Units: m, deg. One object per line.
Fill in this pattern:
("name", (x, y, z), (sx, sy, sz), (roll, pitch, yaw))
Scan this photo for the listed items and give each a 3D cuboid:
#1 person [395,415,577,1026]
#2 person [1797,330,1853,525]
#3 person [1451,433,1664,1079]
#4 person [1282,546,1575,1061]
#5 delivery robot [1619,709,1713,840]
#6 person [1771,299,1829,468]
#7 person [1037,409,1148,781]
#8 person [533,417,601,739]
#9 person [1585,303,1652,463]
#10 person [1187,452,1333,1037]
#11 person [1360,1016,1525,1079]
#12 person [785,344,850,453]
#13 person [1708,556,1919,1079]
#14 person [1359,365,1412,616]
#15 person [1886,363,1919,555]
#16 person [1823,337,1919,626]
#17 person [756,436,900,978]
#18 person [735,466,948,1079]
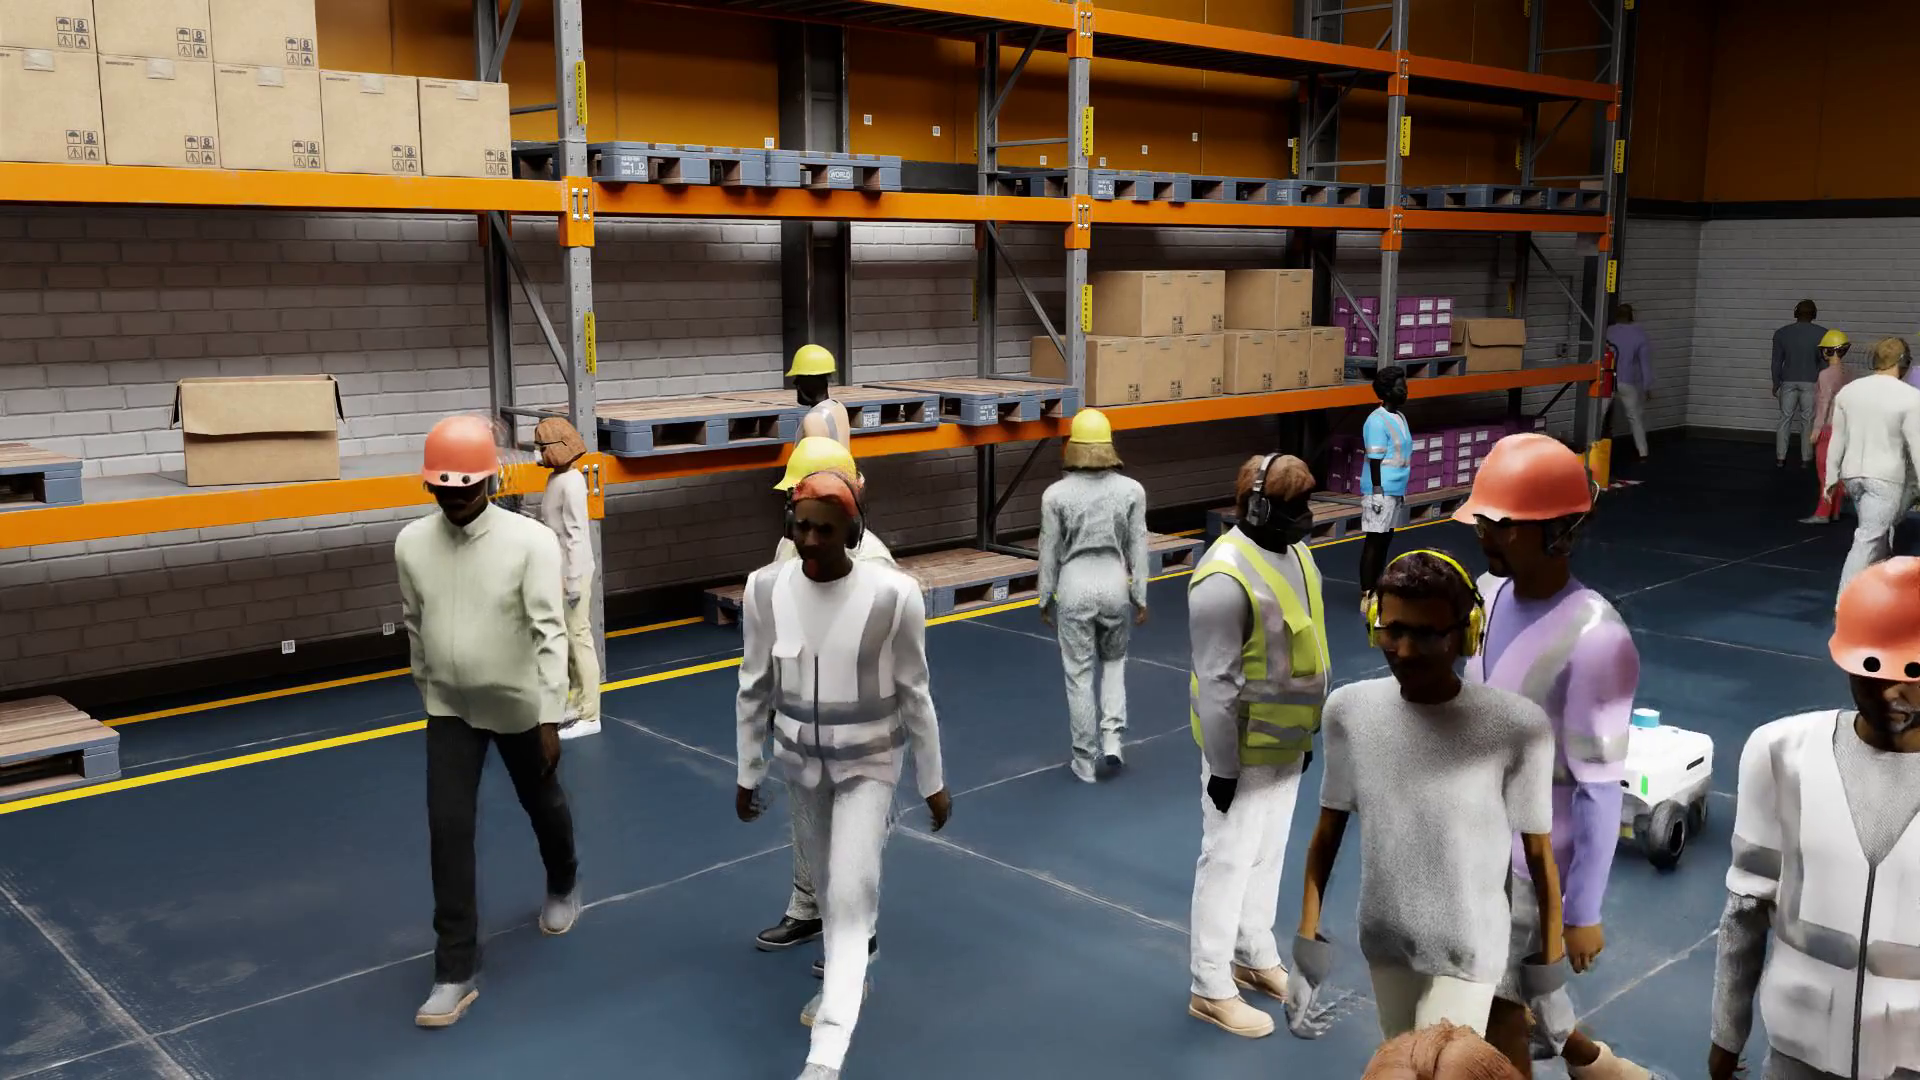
("person", (-1.547, 0.524, 5.604), (0.623, 1.943, 1.037), (1, 10, 7))
("person", (7.874, -1.016, 15.093), (0.526, 1.768, 0.314), (-8, 13, -40))
("person", (1.437, 0.739, 4.063), (0.662, 2.023, 0.620), (-1, 10, -7))
("person", (0.935, 0.931, 3.488), (0.556, 1.829, 0.894), (8, 13, 39))
("delivery robot", (2.826, 0.944, 6.885), (0.477, 0.478, 0.707), (9, 13, 44))
("person", (9.658, -1.791, 19.127), (0.629, 1.940, 0.373), (7, 12, 37))
("person", (0.608, 0.255, 7.732), (0.512, 1.726, 0.377), (-1, 10, -7))
("person", (-2.000, 0.188, 8.458), (0.277, 1.628, 0.501), (-4, 10, -22))
("person", (7.819, -1.835, 19.578), (0.785, 1.893, 0.571), (3, 10, 18))
("person", (0.945, 0.634, 5.253), (0.432, 1.836, 0.619), (7, 12, 34))
("person", (0.508, 1.327, 1.872), (0.519, 1.592, 0.841), (8, 12, 39))
("person", (-0.821, -0.168, 9.654), (0.372, 1.924, 0.594), (1, 10, 7))
("person", (1.796, 0.939, 3.268), (0.548, 1.900, 0.908), (8, 12, 38))
("person", (2.886, -0.330, 11.272), (0.319, 1.699, 0.532), (6, 11, 31))
("person", (7.688, -0.768, 13.230), (0.642, 1.905, 0.597), (-5, 11, -26))
("person", (6.157, -0.383, 10.997), (0.939, 1.892, 0.665), (-4, 10, -20))
("person", (-0.469, 0.559, 5.672), (0.404, 1.833, 0.590), (-9, 13, -42))
("person", (-0.395, 0.698, 4.887), (0.631, 1.816, 1.039), (4, 10, 20))
